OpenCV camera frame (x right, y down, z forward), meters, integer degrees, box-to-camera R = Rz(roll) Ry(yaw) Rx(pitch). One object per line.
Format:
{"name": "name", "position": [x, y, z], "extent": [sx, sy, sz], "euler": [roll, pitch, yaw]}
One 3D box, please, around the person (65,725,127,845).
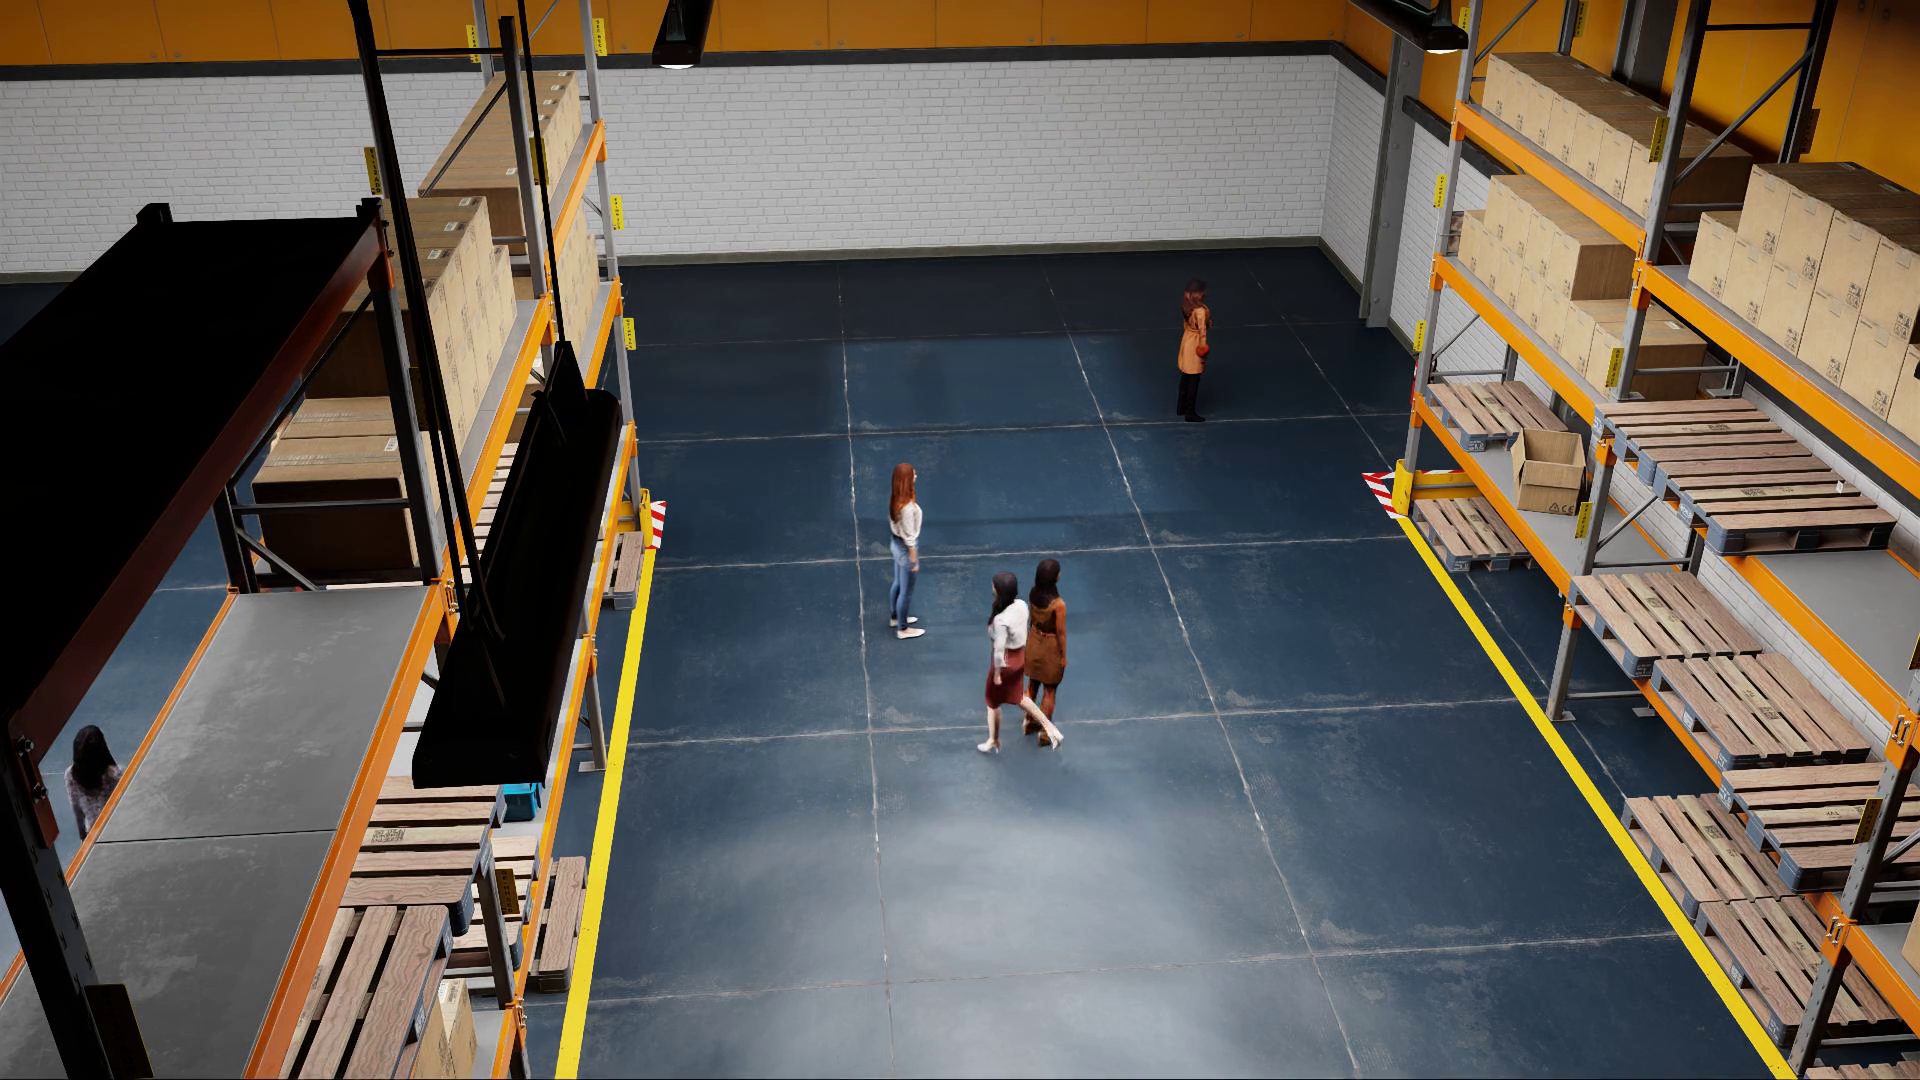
{"name": "person", "position": [-5.888, 2.078, 11.501], "extent": [0.643, 1.719, 0.719], "euler": [-1, 29, -2]}

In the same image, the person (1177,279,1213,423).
{"name": "person", "position": [2.724, -2.222, 19.382], "extent": [0.788, 1.721, 0.603], "euler": [-8, 30, -15]}

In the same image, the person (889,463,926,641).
{"name": "person", "position": [-0.512, 0.091, 15.133], "extent": [0.655, 1.728, 0.493], "euler": [-7, 29, -13]}

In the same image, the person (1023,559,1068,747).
{"name": "person", "position": [0.703, 0.912, 13.676], "extent": [0.701, 1.683, 0.606], "euler": [-20, 35, -32]}

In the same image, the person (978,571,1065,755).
{"name": "person", "position": [0.459, 1.064, 13.349], "extent": [0.991, 1.728, 1.017], "euler": [15, 32, 25]}
